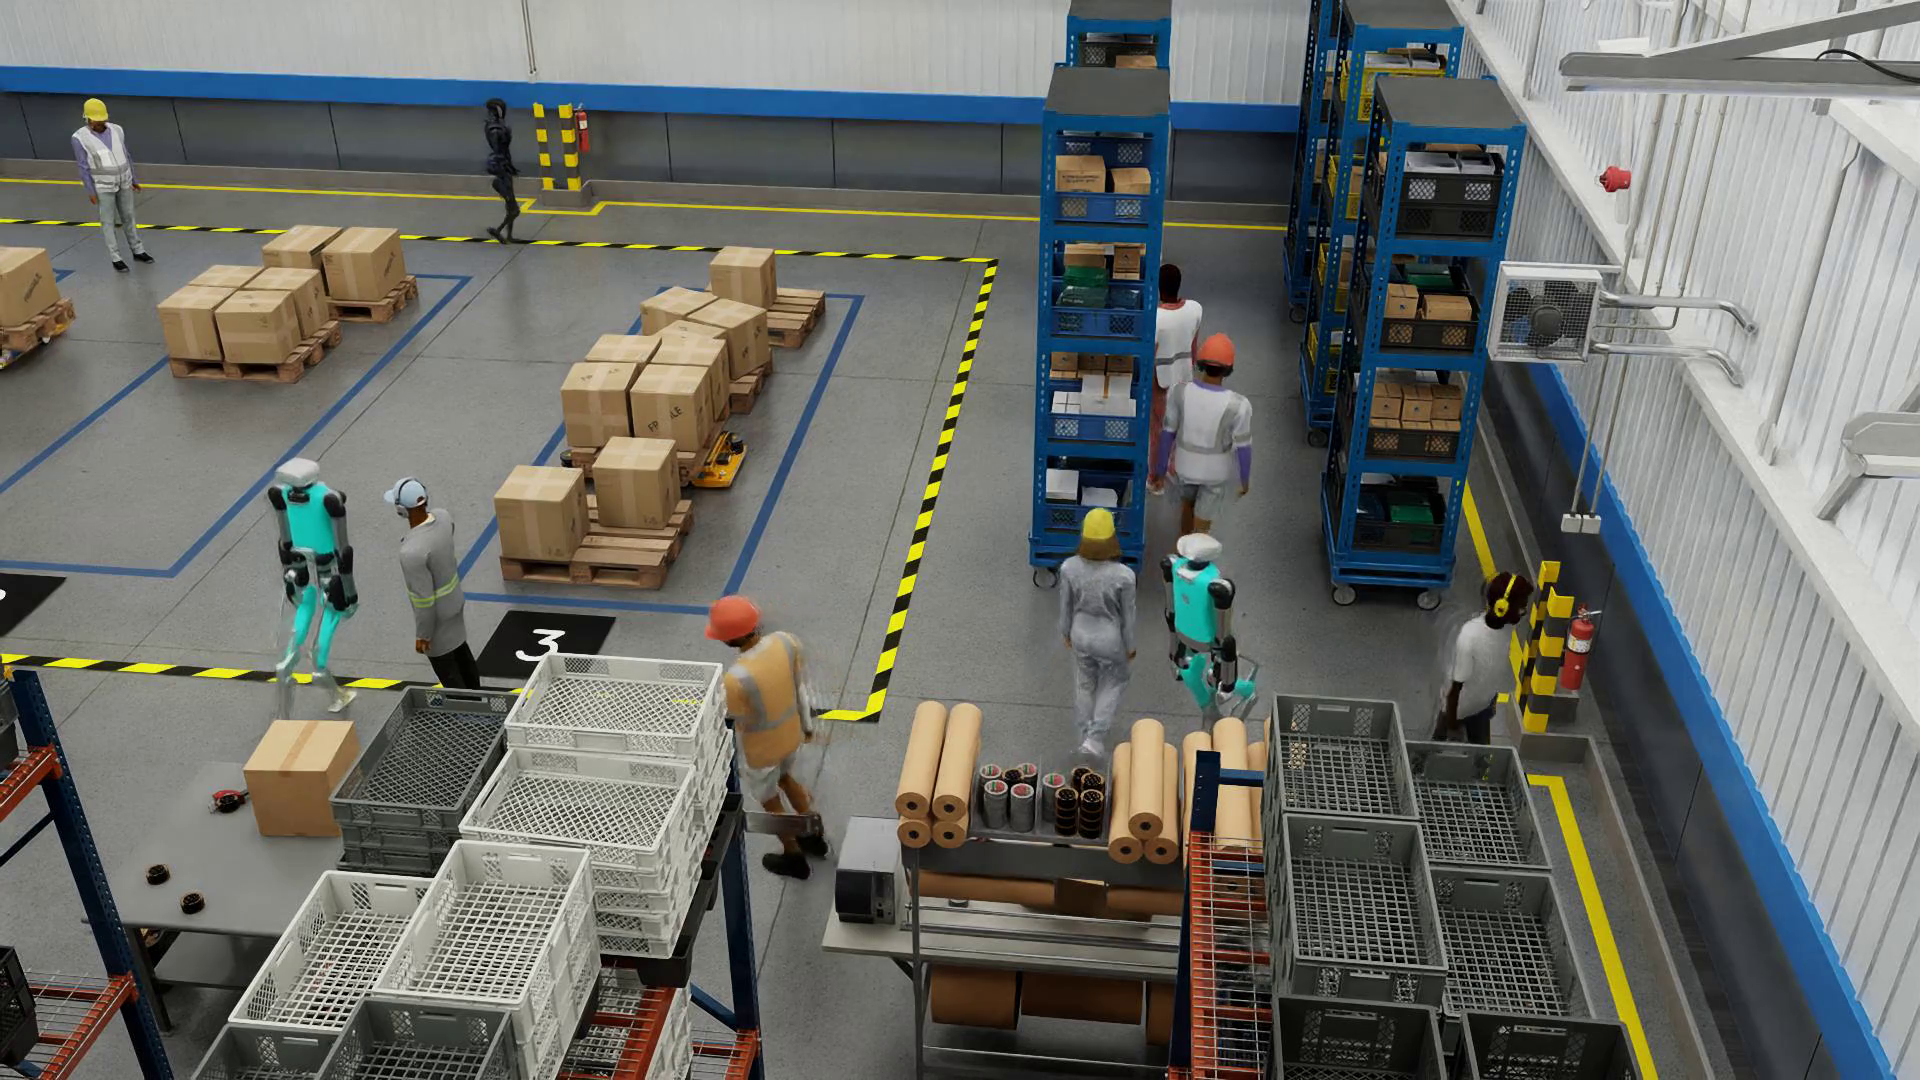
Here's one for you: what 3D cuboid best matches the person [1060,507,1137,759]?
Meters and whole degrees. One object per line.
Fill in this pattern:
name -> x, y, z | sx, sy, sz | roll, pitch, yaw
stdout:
person -> 0.842, 0.594, 10.197 | 0.500, 1.720, 0.405 | 15, 33, 23

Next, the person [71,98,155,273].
person -> -8.964, -3.763, 17.592 | 0.404, 1.822, 0.587 | 18, 35, 28

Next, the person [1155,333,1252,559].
person -> 1.782, -0.552, 11.879 | 0.650, 2.016, 0.796 | 14, 33, 23

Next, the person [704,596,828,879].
person -> -1.083, 1.101, 9.170 | 0.489, 1.891, 0.598 | 20, 36, 30

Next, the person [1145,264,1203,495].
person -> 1.642, -1.262, 13.207 | 0.589, 1.915, 0.399 | -20, 35, -30

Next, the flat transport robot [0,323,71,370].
flat transport robot -> -9.218, -1.876, 15.869 | 0.652, 0.197, 1.431 | 3, 30, 6

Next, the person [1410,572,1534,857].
person -> 2.847, 0.968, 9.462 | 0.627, 1.820, 0.794 | -16, 34, -26

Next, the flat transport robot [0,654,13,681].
flat transport robot -> -7.142, 0.969, 11.010 | 1.431, 0.231, 0.659 | 3, 30, 6

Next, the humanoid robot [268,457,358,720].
humanoid robot -> -4.181, 0.468, 10.473 | 0.557, 1.813, 0.936 | 9, 31, 15

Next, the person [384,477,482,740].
person -> -3.282, 0.435, 10.353 | 0.391, 1.849, 0.594 | 2, 30, 4

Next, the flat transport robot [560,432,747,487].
flat transport robot -> -2.554, -0.707, 13.861 | 1.431, 0.197, 0.652 | 3, 30, 6

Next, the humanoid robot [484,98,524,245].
humanoid robot -> -5.031, -4.031, 18.203 | 0.386, 1.646, 0.608 | -2, 30, -4

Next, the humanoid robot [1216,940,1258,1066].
humanoid robot -> 1.150, 2.370, 7.251 | 0.785, 1.623, 0.603 | -9, 32, -16

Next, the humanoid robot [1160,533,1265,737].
humanoid robot -> 1.578, 0.726, 10.018 | 0.748, 1.834, 0.571 | -21, 36, -31

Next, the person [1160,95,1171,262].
person -> 2.066, -3.895, 17.767 | 0.321, 1.876, 0.528 | 3, 30, 5
